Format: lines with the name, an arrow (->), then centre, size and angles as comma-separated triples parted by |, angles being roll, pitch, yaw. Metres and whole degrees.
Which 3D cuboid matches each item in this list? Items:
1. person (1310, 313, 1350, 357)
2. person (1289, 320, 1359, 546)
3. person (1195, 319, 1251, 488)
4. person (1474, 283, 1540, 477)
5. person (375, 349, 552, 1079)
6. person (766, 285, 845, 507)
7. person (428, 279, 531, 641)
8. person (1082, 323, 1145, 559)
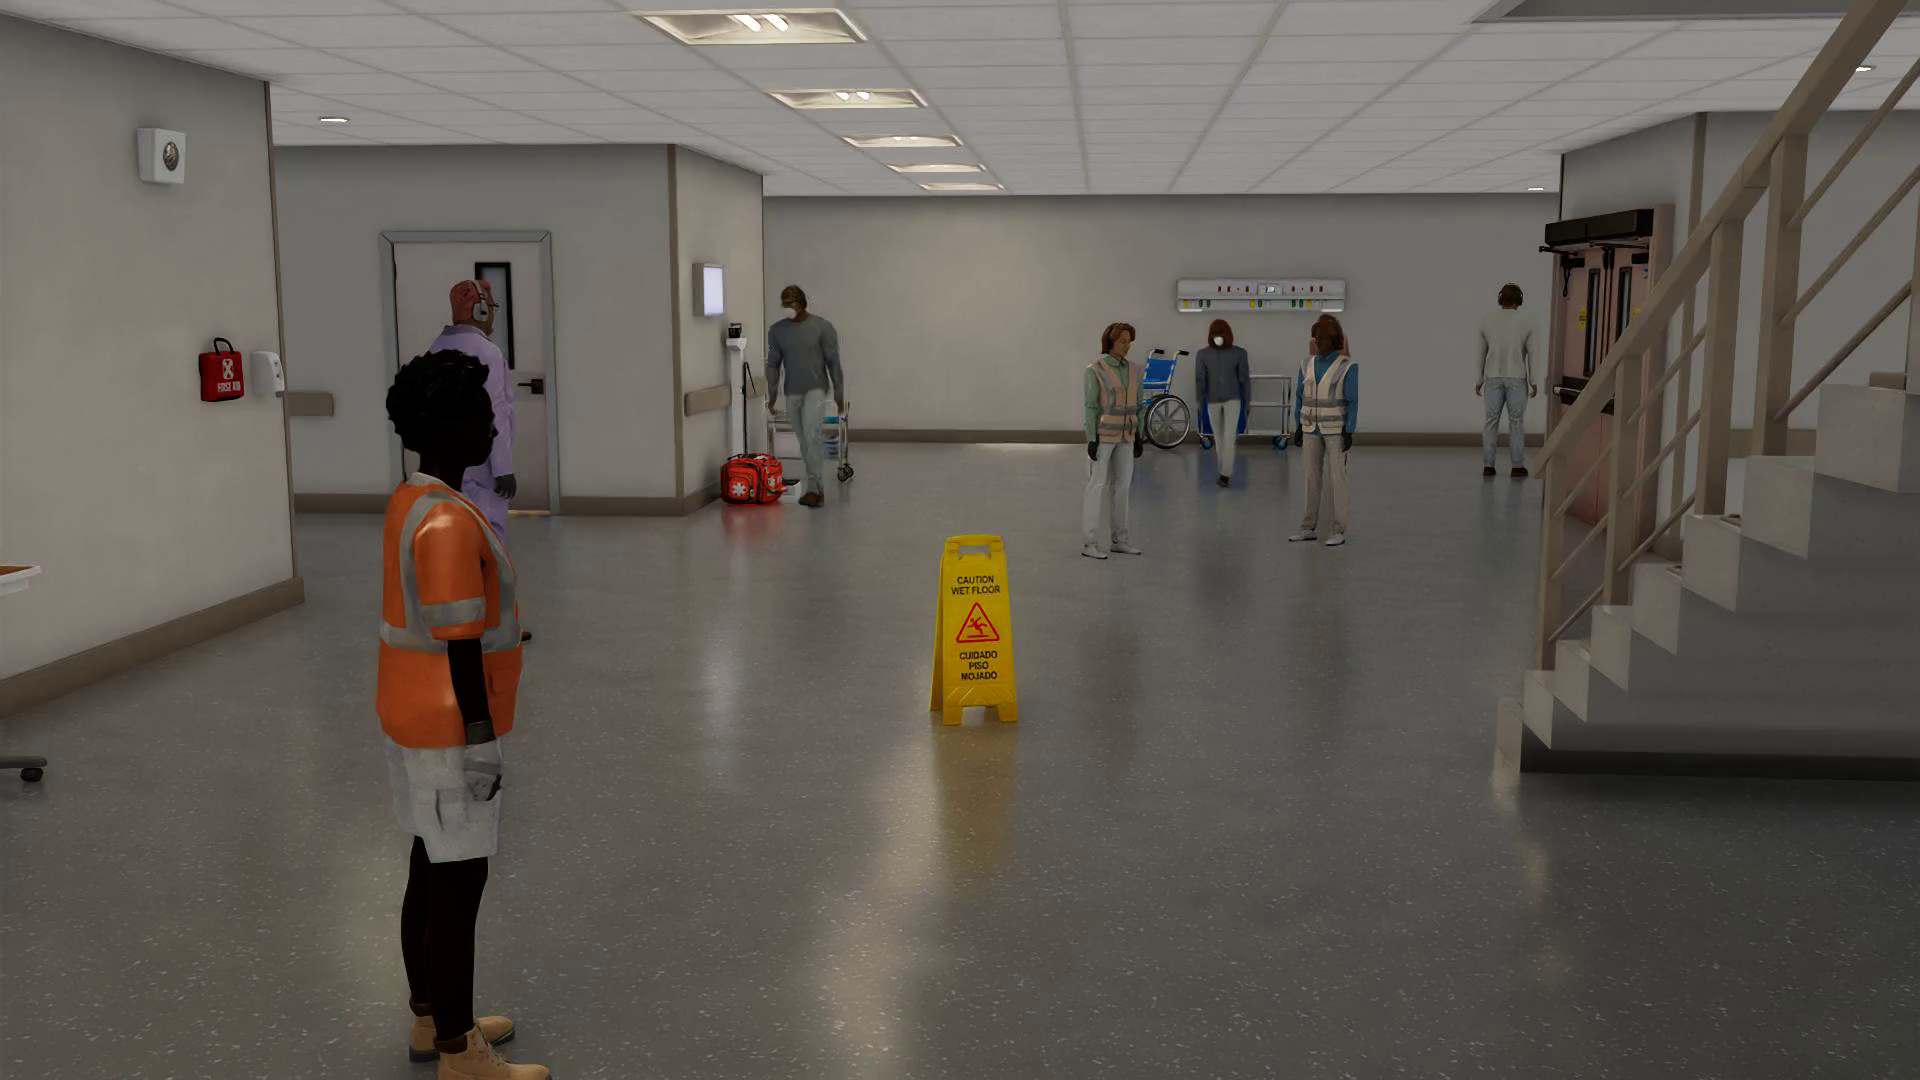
person -> 4.271, -1.778, 19.007 | 0.654, 1.611, 0.326 | -4, 9, -24
person -> 2.666, -0.782, 12.137 | 0.309, 1.641, 0.515 | -8, 12, -44
person -> 2.469, -1.276, 15.674 | 0.510, 1.586, 0.828 | 3, 9, 22
person -> 5.476, -1.597, 16.669 | 0.635, 1.936, 0.355 | 5, 10, 28
person -> -1.149, 0.420, 3.776 | 0.318, 1.697, 0.535 | -5, 10, -28
person -> -1.375, -1.225, 14.274 | 0.655, 1.898, 0.868 | 3, 9, 20
person -> -2.519, -0.403, 8.699 | 0.400, 1.901, 0.645 | -8, 12, -44
person -> 1.060, -0.685, 11.520 | 0.514, 1.630, 0.318 | -6, 10, -36
